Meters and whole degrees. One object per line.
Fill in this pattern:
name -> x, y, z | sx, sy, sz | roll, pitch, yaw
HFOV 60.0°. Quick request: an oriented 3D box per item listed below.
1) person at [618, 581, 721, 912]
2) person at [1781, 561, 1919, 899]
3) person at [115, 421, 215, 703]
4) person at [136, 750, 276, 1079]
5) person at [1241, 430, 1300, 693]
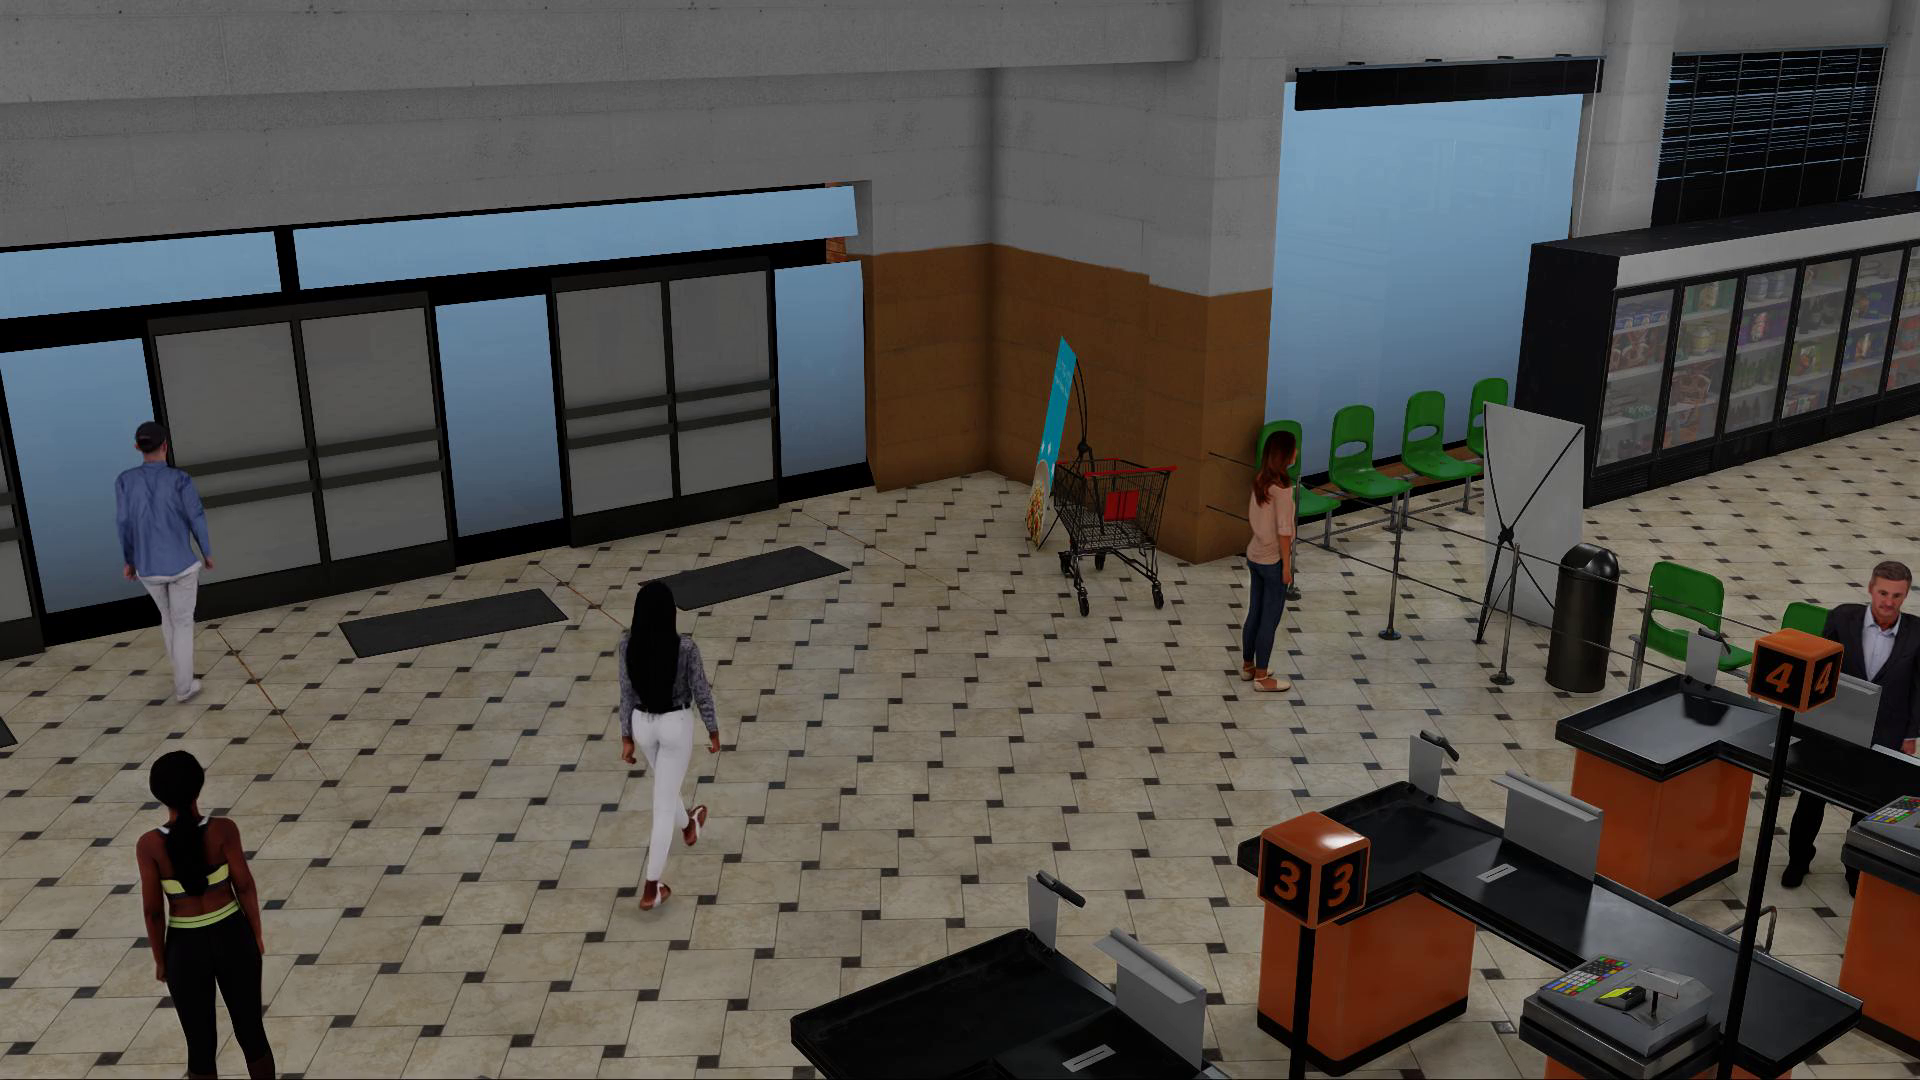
person -> -1.547, 1.077, 8.534 | 1.176, 1.669, 1.195 | 4, 19, 13
person -> 4.663, 0.959, 8.623 | 0.740, 1.836, 0.872 | 9, 21, 25
person -> -5.230, 0.172, 10.906 | 0.889, 1.869, 0.987 | -2, 19, -5
person -> -3.002, 1.663, 6.662 | 0.593, 1.756, 0.555 | -9, 20, -24
person -> 2.068, 0.132, 11.149 | 0.716, 1.790, 0.566 | -5, 19, -15
